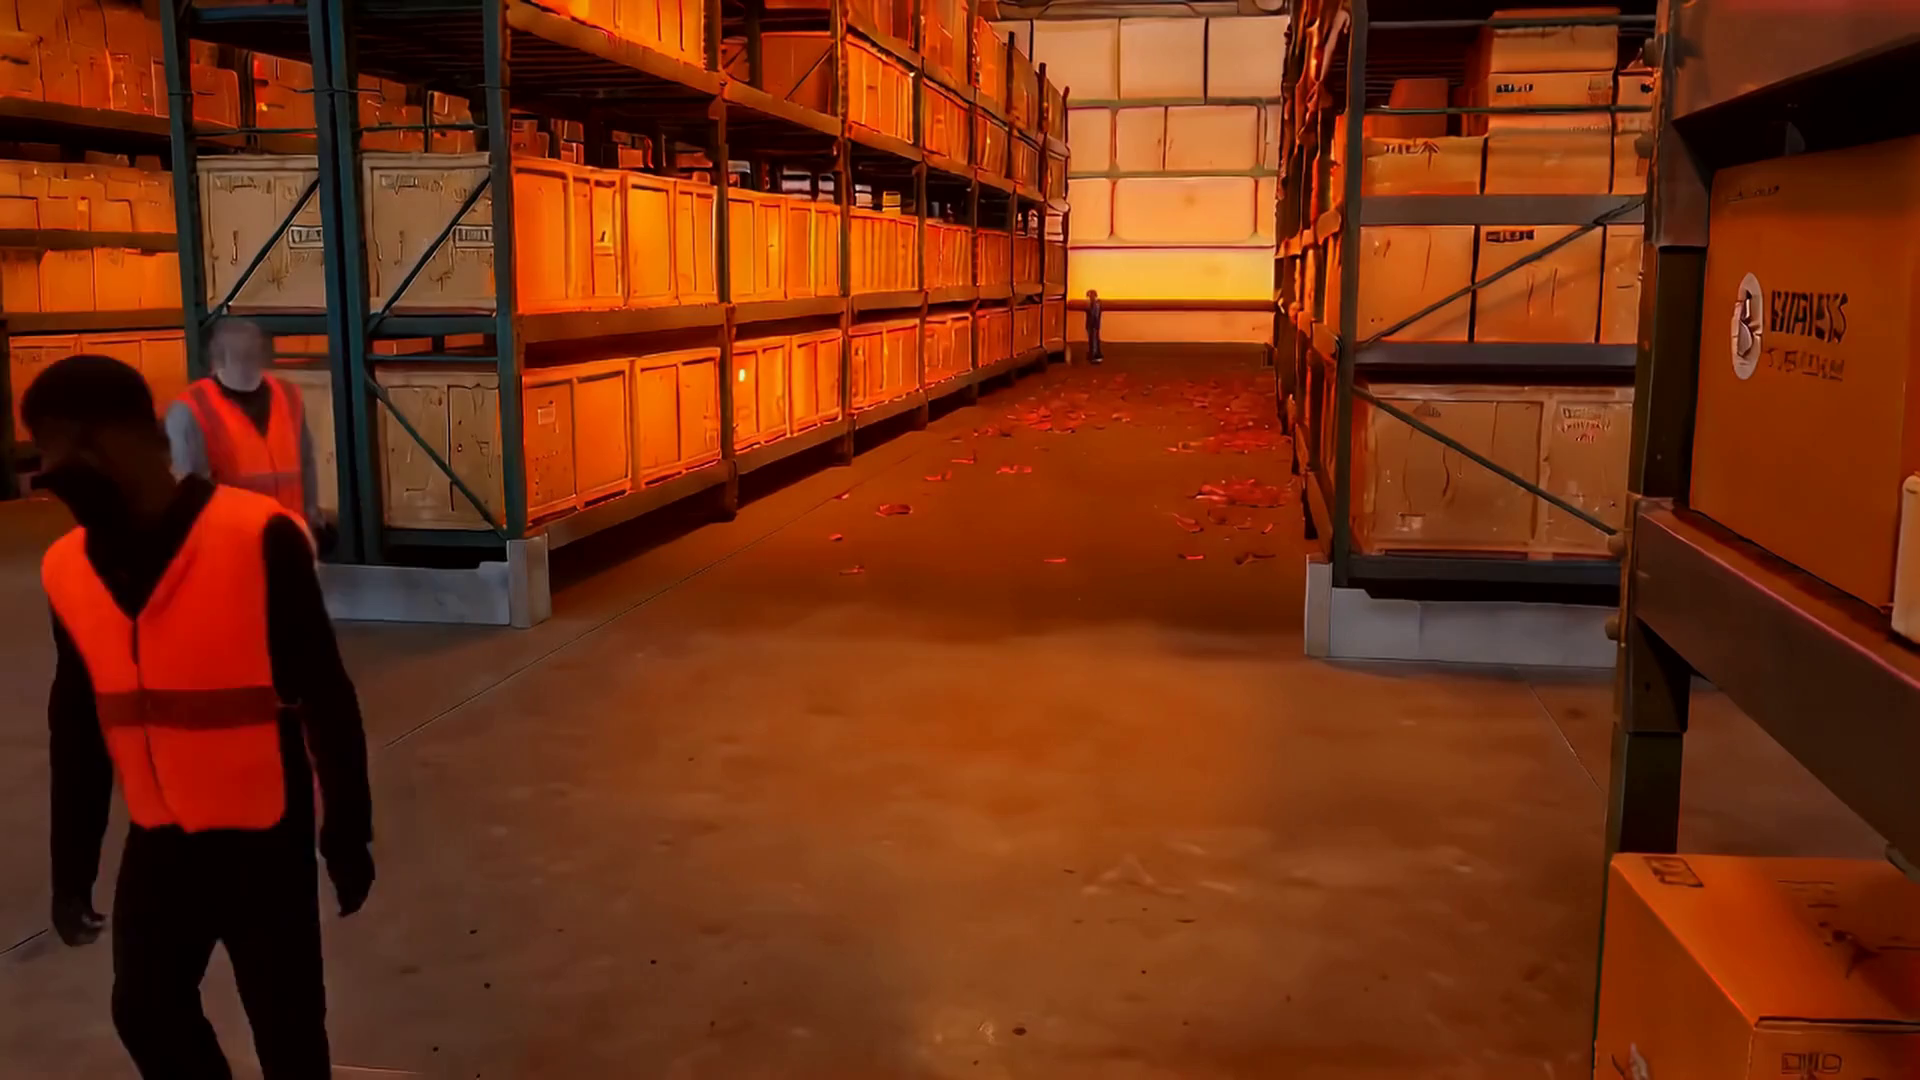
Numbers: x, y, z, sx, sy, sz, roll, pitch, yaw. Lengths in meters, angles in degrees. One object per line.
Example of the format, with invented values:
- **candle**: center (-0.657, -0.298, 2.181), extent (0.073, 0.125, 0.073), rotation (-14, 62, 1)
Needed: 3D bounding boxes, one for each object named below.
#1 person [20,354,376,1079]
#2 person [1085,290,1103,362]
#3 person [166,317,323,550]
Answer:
- **person**: center (-1.435, 0.577, 3.254), extent (0.687, 1.875, 0.375), rotation (2, 9, 13)
- **person**: center (3.026, -4.823, 37.507), extent (0.326, 1.627, 0.525), rotation (-6, 11, -33)
- **person**: center (-3.165, -0.072, 7.384), extent (0.580, 1.829, 0.642), rotation (7, 12, 37)
